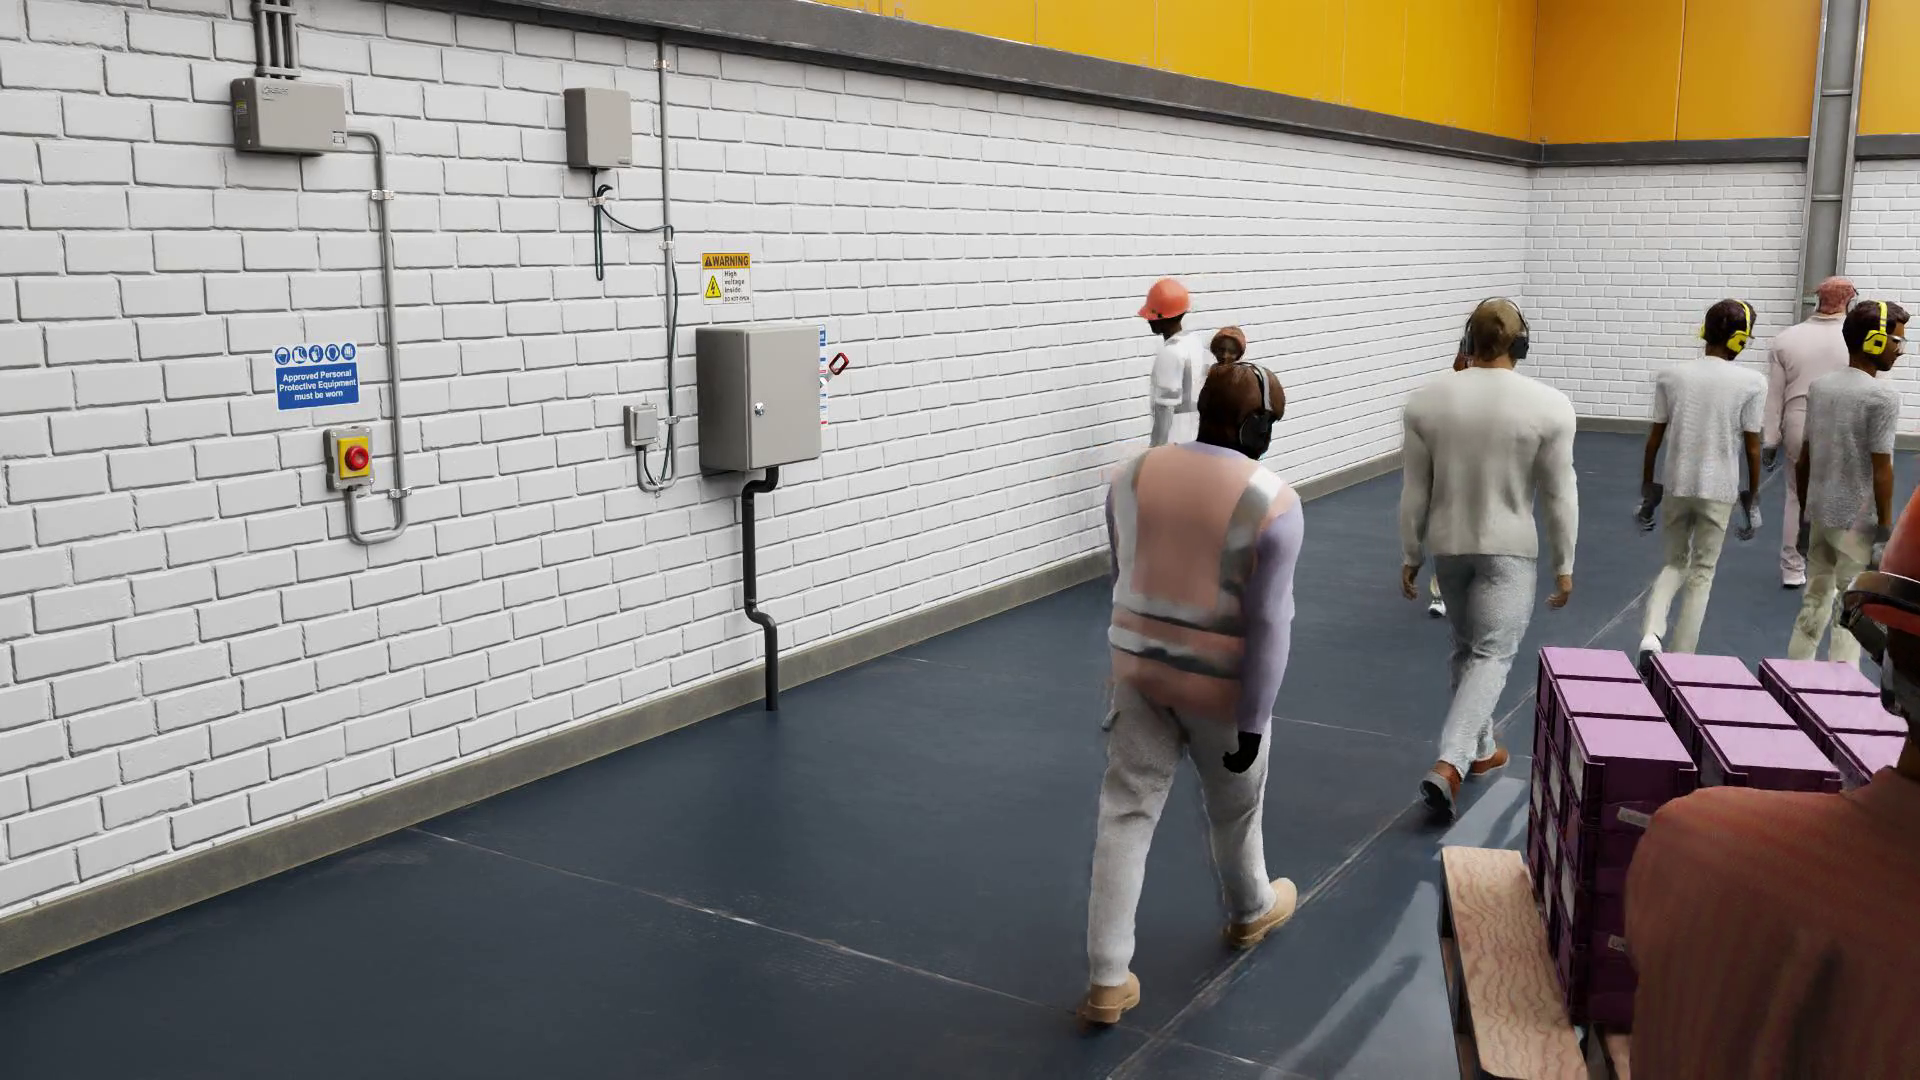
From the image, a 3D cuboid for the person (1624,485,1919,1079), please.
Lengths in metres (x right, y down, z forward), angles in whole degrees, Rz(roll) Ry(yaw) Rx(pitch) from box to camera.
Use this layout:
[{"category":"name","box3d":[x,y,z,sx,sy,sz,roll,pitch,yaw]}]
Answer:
[{"category":"person","box3d":[0.853,0.872,1.477,0.914,1.953,0.639,-4,11,-23]}]

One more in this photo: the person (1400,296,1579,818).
[{"category":"person","box3d":[1.920,0.056,6.158,0.643,1.907,0.942,8,13,37]}]

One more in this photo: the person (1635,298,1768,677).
[{"category":"person","box3d":[3.421,-0.194,7.717,0.523,1.841,0.441,10,14,43]}]

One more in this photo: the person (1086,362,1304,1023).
[{"category":"person","box3d":[0.670,0.397,4.624,0.626,1.777,1.009,6,12,32]}]

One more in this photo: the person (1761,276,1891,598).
[{"category":"person","box3d":[5.138,-0.604,9.838,0.533,1.900,0.673,-9,14,-41]}]

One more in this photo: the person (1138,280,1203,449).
[{"category":"person","box3d":[1.302,-0.576,9.752,0.385,1.881,0.760,4,11,23]}]

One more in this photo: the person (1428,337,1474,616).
[{"category":"person","box3d":[2.856,-0.357,9.274,0.504,1.595,0.814,4,11,20]}]

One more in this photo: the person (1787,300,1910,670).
[{"category":"person","box3d":[3.619,-0.040,6.787,0.335,1.865,0.519,-2,10,-10]}]

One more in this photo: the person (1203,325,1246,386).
[{"category":"person","box3d":[1.579,-0.472,9.862,0.548,1.602,0.439,9,14,42]}]
